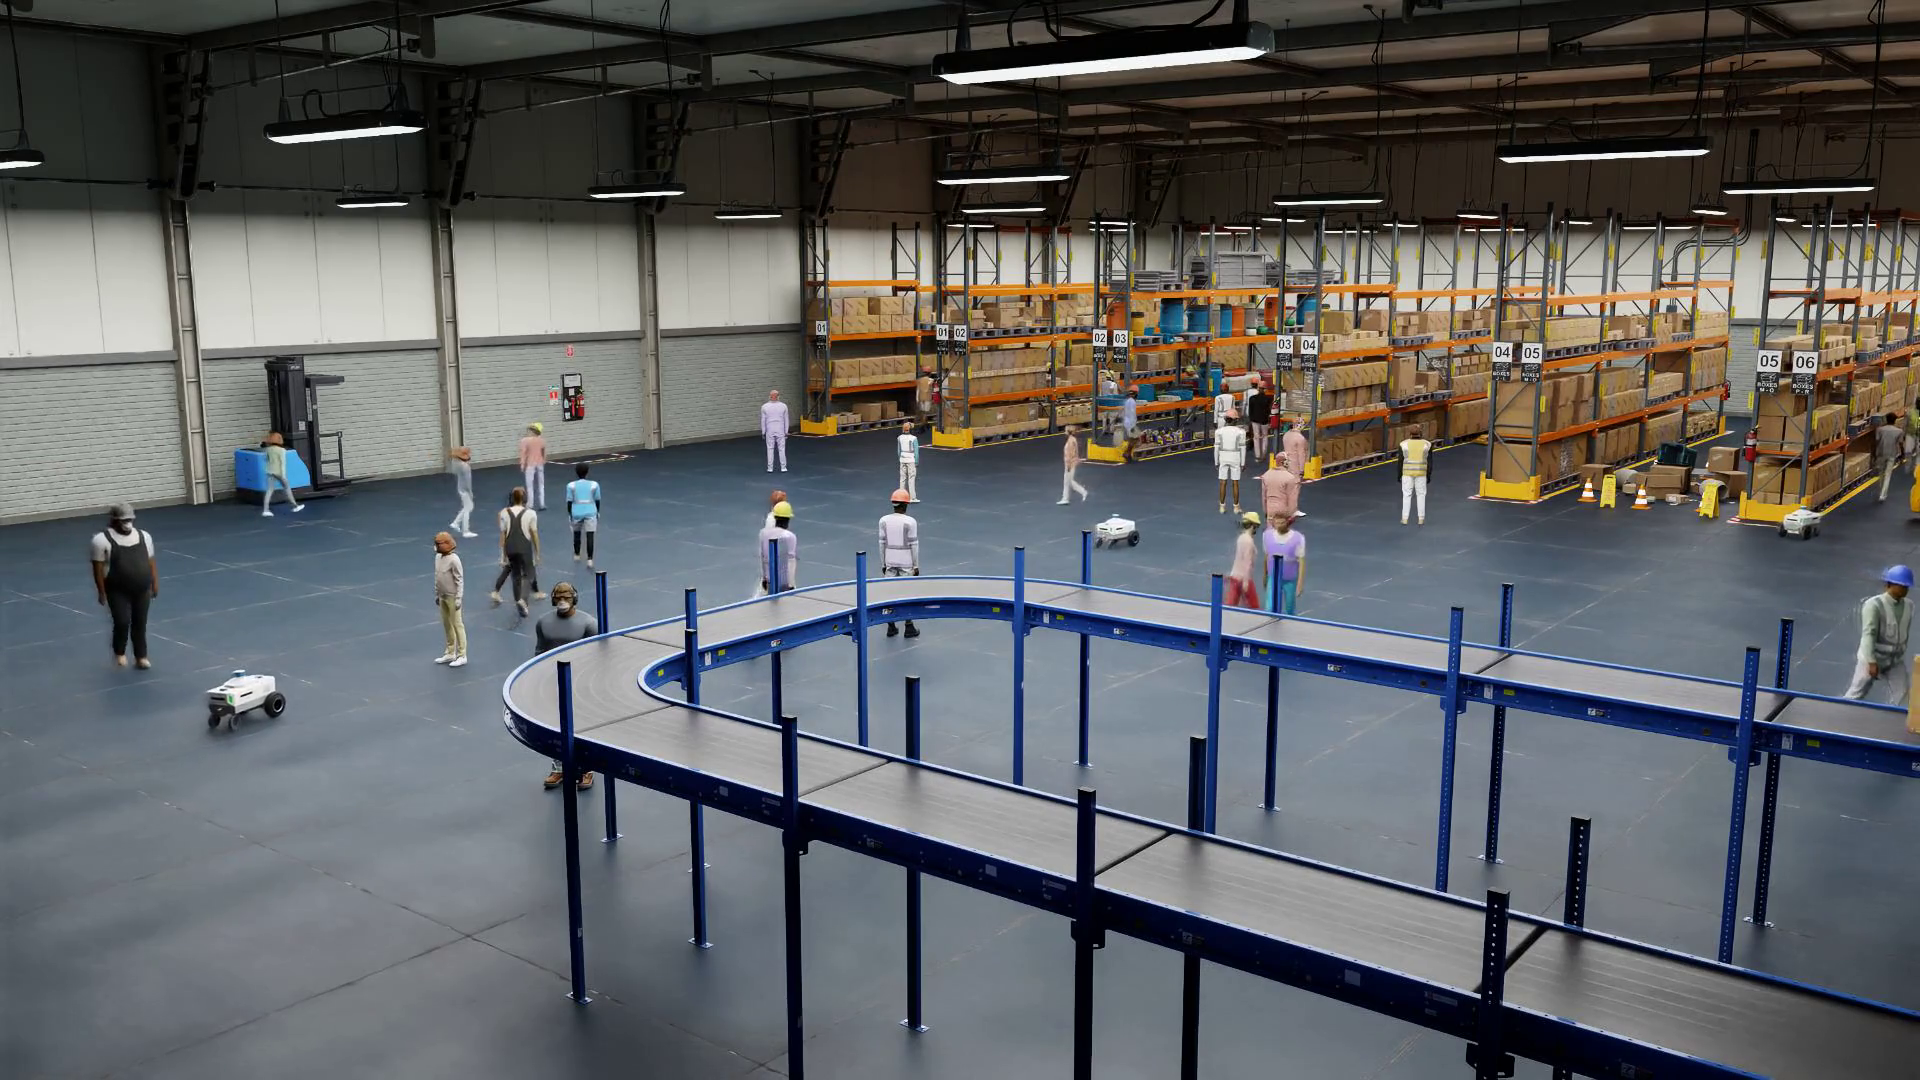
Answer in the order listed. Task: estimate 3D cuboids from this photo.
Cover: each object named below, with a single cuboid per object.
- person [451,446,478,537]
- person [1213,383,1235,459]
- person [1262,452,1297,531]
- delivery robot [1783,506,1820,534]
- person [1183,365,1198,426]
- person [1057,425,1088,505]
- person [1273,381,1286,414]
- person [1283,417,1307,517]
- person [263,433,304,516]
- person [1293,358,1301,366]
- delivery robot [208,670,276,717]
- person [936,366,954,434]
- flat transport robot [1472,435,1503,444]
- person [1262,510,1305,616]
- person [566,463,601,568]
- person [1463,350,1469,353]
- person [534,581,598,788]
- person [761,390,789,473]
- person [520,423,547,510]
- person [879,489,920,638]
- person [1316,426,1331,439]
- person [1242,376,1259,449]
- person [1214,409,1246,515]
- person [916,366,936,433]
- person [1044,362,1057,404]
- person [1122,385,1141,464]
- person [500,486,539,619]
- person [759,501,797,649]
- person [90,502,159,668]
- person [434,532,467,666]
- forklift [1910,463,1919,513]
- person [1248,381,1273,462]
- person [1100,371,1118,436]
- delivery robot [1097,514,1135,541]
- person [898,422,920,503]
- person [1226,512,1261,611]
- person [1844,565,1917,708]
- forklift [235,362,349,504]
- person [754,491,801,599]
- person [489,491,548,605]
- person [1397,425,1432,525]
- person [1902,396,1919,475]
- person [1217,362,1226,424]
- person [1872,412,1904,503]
[{"bbox_3d":[-8.772,-0.856,27.722,0.381,1.625,0.500,-6,12,-29],"label":"person"},{"bbox_3d":[6.584,-2.972,38.943,0.589,1.875,0.353,-5,11,-25],"label":"person"},{"bbox_3d":[5.035,-0.434,24.539,0.403,1.911,0.637,-7,12,-35],"label":"person"},{"bbox_3d":[14.958,-0.361,27.787,0.707,0.478,0.477,-7,12,-35],"label":"delivery robot"},{"bbox_3d":[6.908,-4.345,46.800,0.672,1.817,0.602,-7,12,-36],"label":"person"},{"bbox_3d":[2.249,-1.504,31.333,0.549,1.623,0.530,0,10,-1],"label":"person"},{"bbox_3d":[8.465,-3.293,41.035,0.526,1.765,0.329,8,13,36],"label":"person"},{"bbox_3d":[6.465,-1.415,30.092,0.403,1.900,0.644,-4,11,-20],"label":"person"},{"bbox_3d":[-13.139,-1.274,30.176,0.516,1.581,0.890,5,11,24],"label":"person"},{"bbox_3d":[11.652,-5.642,53.669,0.602,1.976,0.619,9,14,43],"label":"person"},{"bbox_3d":[-7.629,1.624,16.617,0.477,0.478,0.707,3,10,17],"label":"delivery robot"},{"bbox_3d":[-0.406,-3.933,44.162,0.627,1.933,0.371,6,11,28],"label":"person"},{"bbox_3d":[14.596,-2.726,42.164,1.431,0.197,0.652,-5,11,-24],"label":"flat transport robot"},{"bbox_3d":[3.997,0.524,19.457,0.606,1.790,0.938,6,12,30],"label":"person"},{"bbox_3d":[-6.029,-0.412,25.085,0.540,1.654,0.855,-3,10,-14],"label":"person"},{"bbox_3d":[17.102,-5.456,52.792,0.626,1.916,1.009,7,12,34],"label":"person"},{"bbox_3d":[-3.632,1.336,14.488,0.636,1.939,0.365,2,10,9],"label":"person"},{"bbox_3d":[-4.282,-2.516,36.255,0.636,1.911,0.404,-1,10,-6],"label":"person"},{"bbox_3d":[-8.400,-1.424,30.642,0.693,1.718,0.353,-9,13,-40],"label":"person"},{"bbox_3d":[-0.777,0.296,20.374,0.543,1.927,0.375,4,11,22],"label":"person"},{"bbox_3d":[9.049,-3.043,39.296,0.598,1.891,0.949,7,12,35],"label":"person"},{"bbox_3d":[7.630,-3.325,40.823,0.555,1.904,0.865,5,11,28],"label":"person"},{"bbox_3d":[5.223,-1.518,30.266,0.609,2.040,0.394,4,11,20],"label":"person"},{"bbox_3d":[-0.962,-4.028,44.861,0.544,1.883,1.013,5,11,26],"label":"person"},{"bbox_3d":[2.733,-4.476,47.498,0.403,1.831,0.595,-8,13,-37],"label":"person"},{"bbox_3d":[4.175,-2.791,37.828,0.407,1.898,0.586,-1,10,-4],"label":"person"},{"bbox_3d":[-6.006,0.194,21.276,0.515,1.821,0.622,0,10,1],"label":"person"},{"bbox_3d":[-2.292,0.466,19.506,0.605,1.897,0.772,7,12,33],"label":"person"},{"bbox_3d":[-9.914,0.561,18.681,0.536,2.000,0.704,8,13,38],"label":"person"},{"bbox_3d":[-6.179,0.705,18.899,0.504,1.631,0.280,9,13,41],"label":"person"},{"bbox_3d":[19.034,-1.348,28.998,2.313,2.155,1.214,8,13,37],"label":"forklift"},{"bbox_3d":[7.388,-2.928,38.435,0.605,1.947,0.885,2,10,13],"label":"person"},{"bbox_3d":[4.204,-3.836,43.895,0.602,1.830,0.404,9,13,40],"label":"person"},{"bbox_3d":[2.679,-0.200,26.866,0.477,0.478,0.707,10,14,43],"label":"delivery robot"},{"bbox_3d":[-1.044,-1.568,31.675,0.514,1.641,0.309,7,12,35],"label":"person"},{"bbox_3d":[3.617,0.500,19.874,0.929,1.693,0.578,-1,10,-8],"label":"person"},{"bbox_3d":[9.178,1.176,15.539,0.622,1.895,1.019,-2,10,-11],"label":"person"},{"bbox_3d":[-13.803,-2.244,32.110,1.129,2.768,1.873,8,13,37],"label":"forklift"},{"bbox_3d":[-2.405,0.246,20.947,1.040,1.824,0.593,0,10,-2],"label":"person"},{"bbox_3d":[-6.349,0.088,22.301,0.536,1.659,0.852,7,12,33],"label":"person"},{"bbox_3d":[8.450,-1.212,29.112,0.623,1.841,0.430,2,10,13],"label":"person"},{"bbox_3d":[21.823,-2.368,35.656,0.649,1.820,0.615,8,13,37],"label":"person"},{"bbox_3d":[7.911,-4.475,47.457,0.510,1.854,0.511,5,11,25],"label":"person"},{"bbox_3d":[18.921,-1.694,31.882,0.538,1.826,0.979,8,13,37],"label":"person"}]
